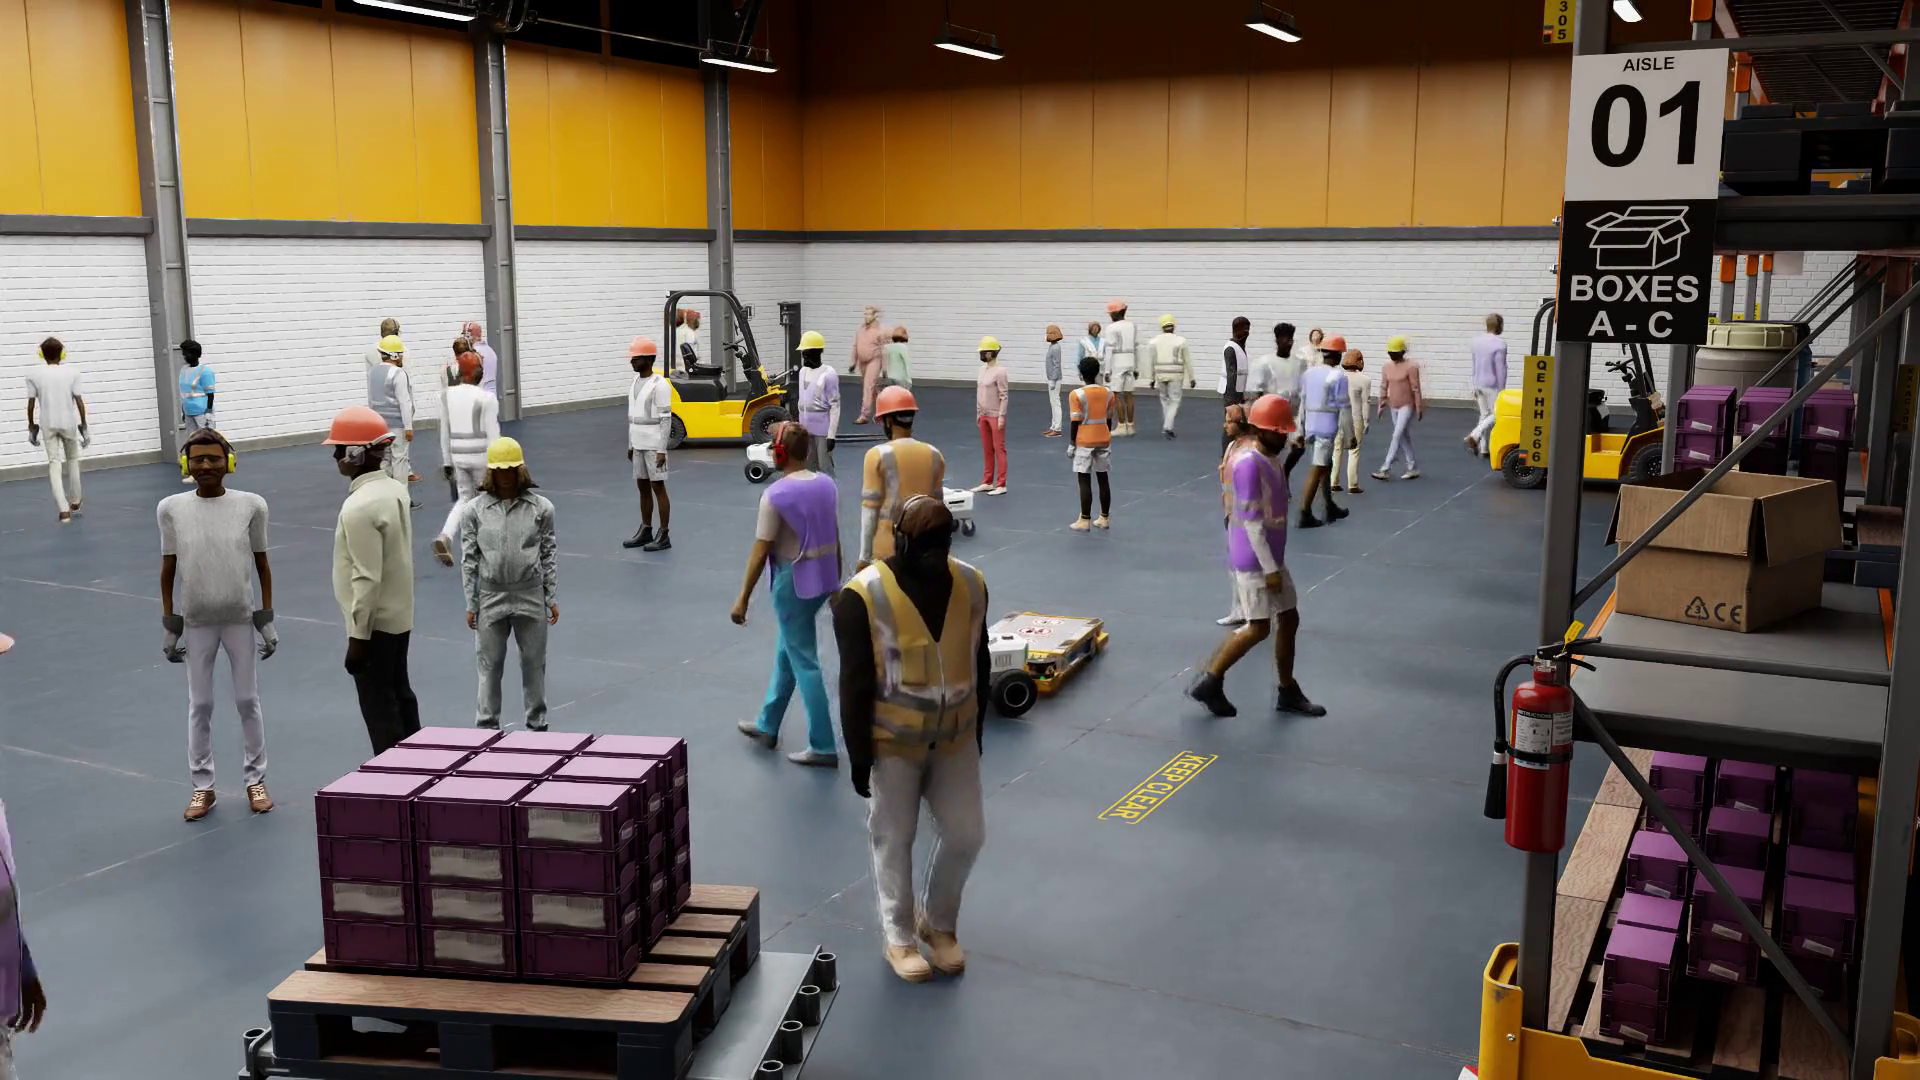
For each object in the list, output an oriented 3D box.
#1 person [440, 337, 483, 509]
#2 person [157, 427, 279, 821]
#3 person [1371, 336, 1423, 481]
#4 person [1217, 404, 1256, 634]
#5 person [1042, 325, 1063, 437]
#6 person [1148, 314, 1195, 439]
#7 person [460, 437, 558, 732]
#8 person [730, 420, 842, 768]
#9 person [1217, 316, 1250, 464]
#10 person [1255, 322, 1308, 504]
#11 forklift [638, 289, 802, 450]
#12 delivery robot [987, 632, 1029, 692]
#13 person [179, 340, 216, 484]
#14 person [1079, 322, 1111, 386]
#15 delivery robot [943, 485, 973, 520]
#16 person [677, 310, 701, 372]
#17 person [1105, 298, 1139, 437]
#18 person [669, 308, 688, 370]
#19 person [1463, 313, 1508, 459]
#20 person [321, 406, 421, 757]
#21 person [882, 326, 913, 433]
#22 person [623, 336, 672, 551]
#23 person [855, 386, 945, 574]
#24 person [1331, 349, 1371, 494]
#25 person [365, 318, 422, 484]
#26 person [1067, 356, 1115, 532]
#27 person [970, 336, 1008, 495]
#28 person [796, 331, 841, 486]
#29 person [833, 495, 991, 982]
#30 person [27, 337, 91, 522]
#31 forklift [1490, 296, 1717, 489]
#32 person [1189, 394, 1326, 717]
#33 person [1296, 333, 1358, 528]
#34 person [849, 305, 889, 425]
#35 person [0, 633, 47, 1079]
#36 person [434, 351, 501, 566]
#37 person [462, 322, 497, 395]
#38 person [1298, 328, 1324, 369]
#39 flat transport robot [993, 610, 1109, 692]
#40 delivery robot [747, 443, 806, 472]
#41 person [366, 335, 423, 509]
[{"bbox_3d":[-4.999,-1.131,16.849,0.515,1.841,0.329,4,11,22],"label":"person"},{"bbox_3d":[-3.533,0.394,7.933,0.514,1.876,0.328,-4,10,-21],"label":"person"},{"bbox_3d":[5.150,-1.539,19.577,0.864,1.700,0.536,-6,11,-29],"label":"person"},{"bbox_3d":[2.006,-0.154,11.824,0.319,1.631,0.512,-2,10,-11],"label":"person"},{"bbox_3d":[1.365,-2.335,24.425,0.284,1.633,0.497,-1,10,-3],"label":"person"},{"bbox_3d":[3.047,-2.358,24.030,0.669,1.811,0.580,5,11,27],"label":"person"},{"bbox_3d":[-2.345,0.324,8.713,0.489,1.743,0.322,-3,10,-19],"label":"person"},{"bbox_3d":[-0.955,0.278,8.764,0.807,1.814,0.573,5,11,27],"label":"person"},{"bbox_3d":[3.367,-1.781,20.409,0.392,1.914,0.589,3,10,18],"label":"person"},{"bbox_3d":[3.451,-1.348,17.769,0.630,1.955,0.413,-3,10,-16],"label":"person"},{"bbox_3d":[-3.358,-2.392,23.136,2.313,2.155,1.214,-1,10,-5],"label":"forklift"},{"bbox_3d":[0.031,0.691,9.753,0.707,0.478,0.477,-3,10,-16],"label":"delivery robot"},{"bbox_3d":[-8.832,-1.474,19.268,0.531,1.693,0.320,5,11,29],"label":"person"},{"bbox_3d":[2.153,-2.678,26.519,0.524,1.593,0.856,-3,10,-17],"label":"person"},{"bbox_3d":[-0.226,-0.335,15.670,0.707,0.478,0.477,-6,11,-35],"label":"delivery robot"},{"bbox_3d":[-3.985,-2.536,25.044,0.983,1.823,0.562,-5,11,-25],"label":"person"},{"bbox_3d":[2.361,-2.528,24.432,0.651,2.026,0.476,-9,13,-42],"label":"person"},{"bbox_3d":[-4.347,-2.664,25.738,0.429,1.840,0.627,-6,12,-31],"label":"person"},{"bbox_3d":[6.819,-1.982,21.571,0.599,1.922,0.631,-4,10,-20],"label":"person"},{"bbox_3d":[-2.708,0.376,7.686,0.387,1.992,0.626,0,10,-2],"label":"person"},{"bbox_3d":[-0.950,-2.364,24.636,0.513,1.609,0.570,-6,11,-31],"label":"person"},{"bbox_3d":[-2.835,-0.867,15.041,0.543,1.940,0.361,9,14,43],"label":"person"},{"bbox_3d":[-0.335,0.058,9.759,0.571,1.910,0.472,-8,12,-38],"label":"person"},{"bbox_3d":[4.359,-1.326,18.615,0.493,1.624,0.281,8,12,37],"label":"person"},{"bbox_3d":[-6.609,-1.614,19.385,0.628,1.935,0.373,4,11,22],"label":"person"},{"bbox_3d":[1.262,-0.925,16.082,0.536,1.695,0.322,-7,12,-34],"label":"person"},{"bbox_3d":[0.340,-1.379,18.506,0.328,1.769,0.526,-6,11,-31],"label":"person"},{"bbox_3d":[-1.410,-1.083,16.327,0.386,1.927,0.589,-8,13,-39],"label":"person"},{"bbox_3d":[-0.147,0.737,6.091,0.642,1.822,0.480,-5,11,-25],"label":"person"},{"bbox_3d":[-9.153,-1.133,16.888,0.554,1.830,0.913,-5,11,-27],"label":"person"},{"bbox_3d":[7.296,-1.677,18.993,2.313,2.155,1.214,5,11,27],"label":"forklift"},{"bbox_3d":[1.715,0.107,9.588,0.753,1.910,0.543,6,11,30],"label":"person"},{"bbox_3d":[3.667,-1.074,16.330,0.862,1.899,0.558,-5,11,-26],"label":"person"},{"bbox_3d":[-1.394,-2.788,26.353,0.634,1.873,0.942,9,13,43],"label":"person"},{"bbox_3d":[-2.350,1.048,3.739,0.857,2.024,0.613,-3,10,-16],"label":"person"},{"bbox_3d":[-4.168,-0.670,14.118,0.581,1.863,0.694,4,10,19],"label":"person"},{"bbox_3d":[-5.615,-1.591,19.398,0.416,1.894,0.656,2,10,10],"label":"person"},{"bbox_3d":[4.998,-2.177,23.490,0.512,1.642,0.312,1,10,7],"label":"person"},{"bbox_3d":[0.475,0.700,10.795,0.652,0.197,1.431,3,10,19],"label":"flat transport robot"},{"bbox_3d":[-2.134,-1.006,19.580,0.707,0.478,0.477,0,10,2],"label":"delivery robot"},{"bbox_3d":[-5.931,-1.227,17.440,0.600,1.829,0.404,7,12,35],"label":"person"}]
